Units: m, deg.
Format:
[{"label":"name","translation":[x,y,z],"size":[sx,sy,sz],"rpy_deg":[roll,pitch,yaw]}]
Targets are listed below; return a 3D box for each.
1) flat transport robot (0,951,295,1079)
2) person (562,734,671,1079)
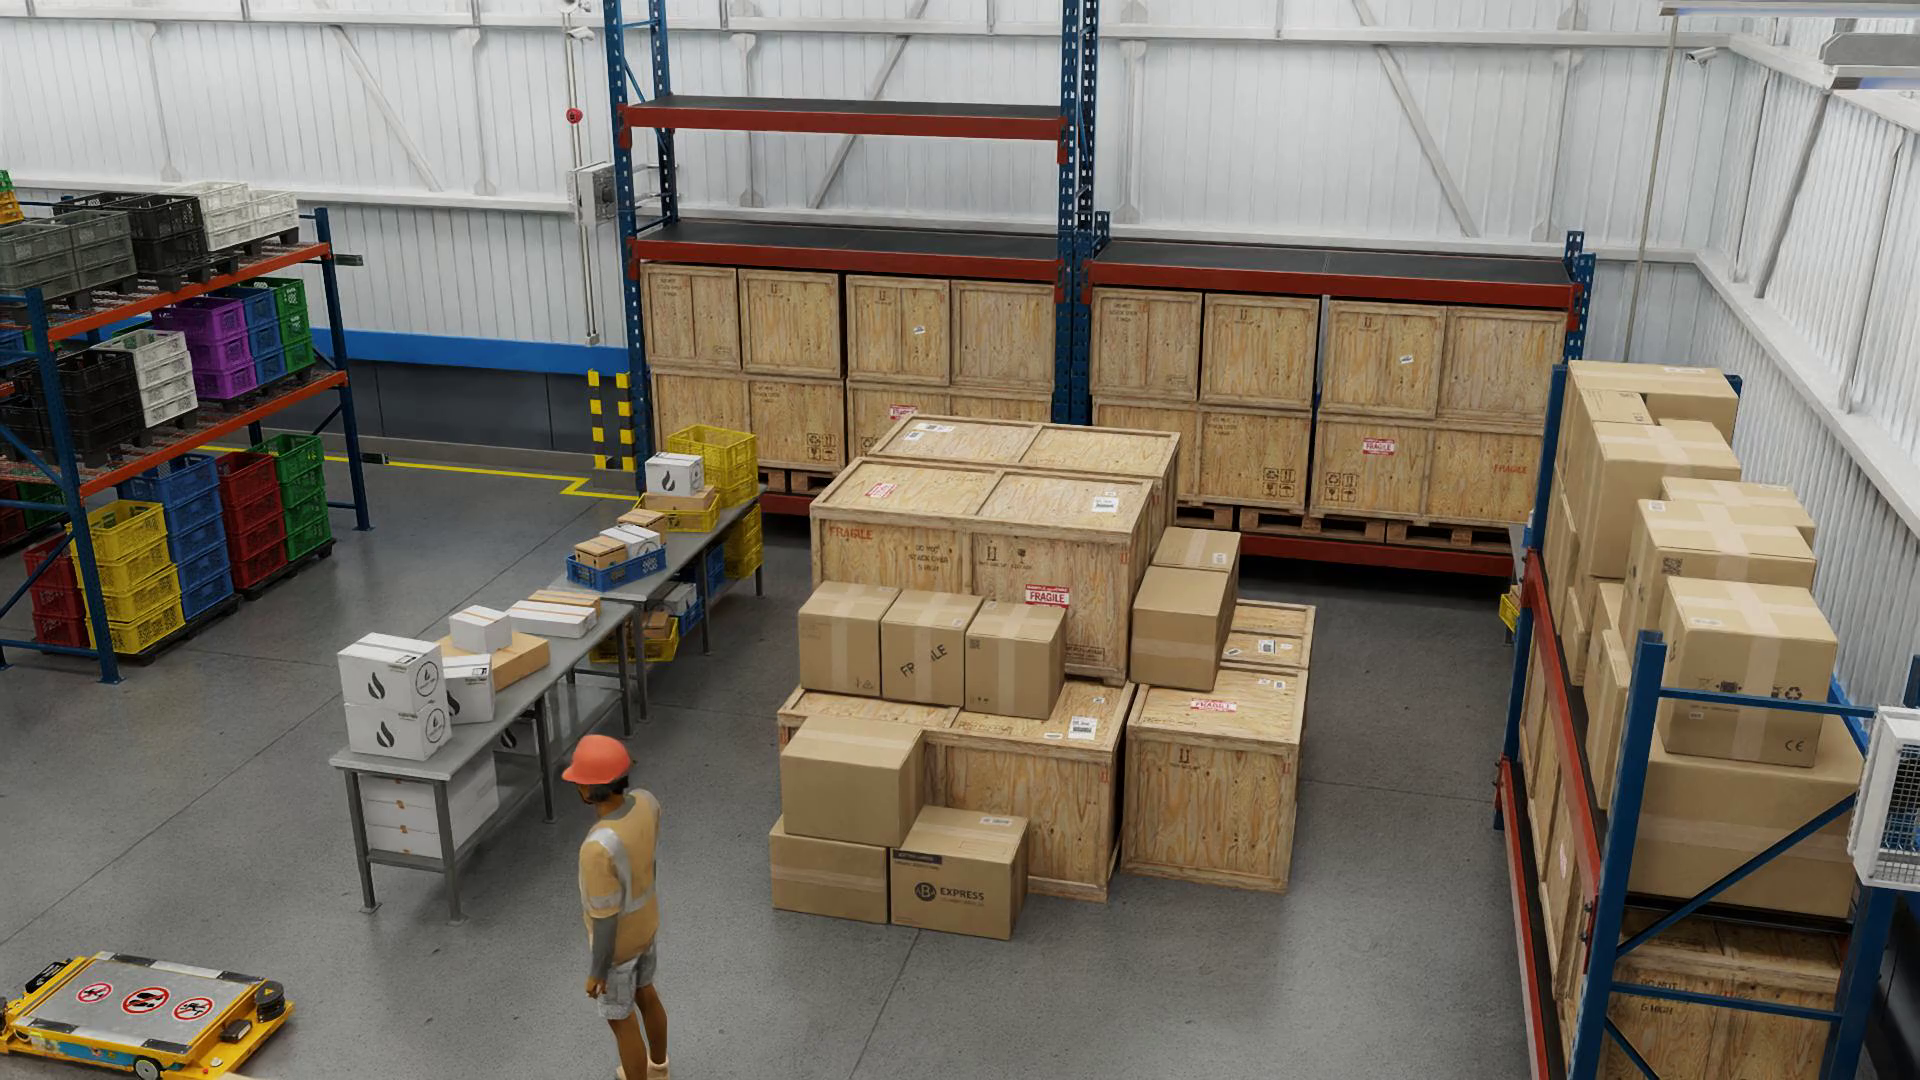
[{"label":"flat transport robot","translation":[-4.270,2.464,8.601],"size":[1.431,0.231,0.659],"rpy_deg":[5,22,13]},{"label":"person","translation":[-1.606,1.833,7.772],"size":[0.382,2.039,0.615],"rpy_deg":[5,21,13]}]
